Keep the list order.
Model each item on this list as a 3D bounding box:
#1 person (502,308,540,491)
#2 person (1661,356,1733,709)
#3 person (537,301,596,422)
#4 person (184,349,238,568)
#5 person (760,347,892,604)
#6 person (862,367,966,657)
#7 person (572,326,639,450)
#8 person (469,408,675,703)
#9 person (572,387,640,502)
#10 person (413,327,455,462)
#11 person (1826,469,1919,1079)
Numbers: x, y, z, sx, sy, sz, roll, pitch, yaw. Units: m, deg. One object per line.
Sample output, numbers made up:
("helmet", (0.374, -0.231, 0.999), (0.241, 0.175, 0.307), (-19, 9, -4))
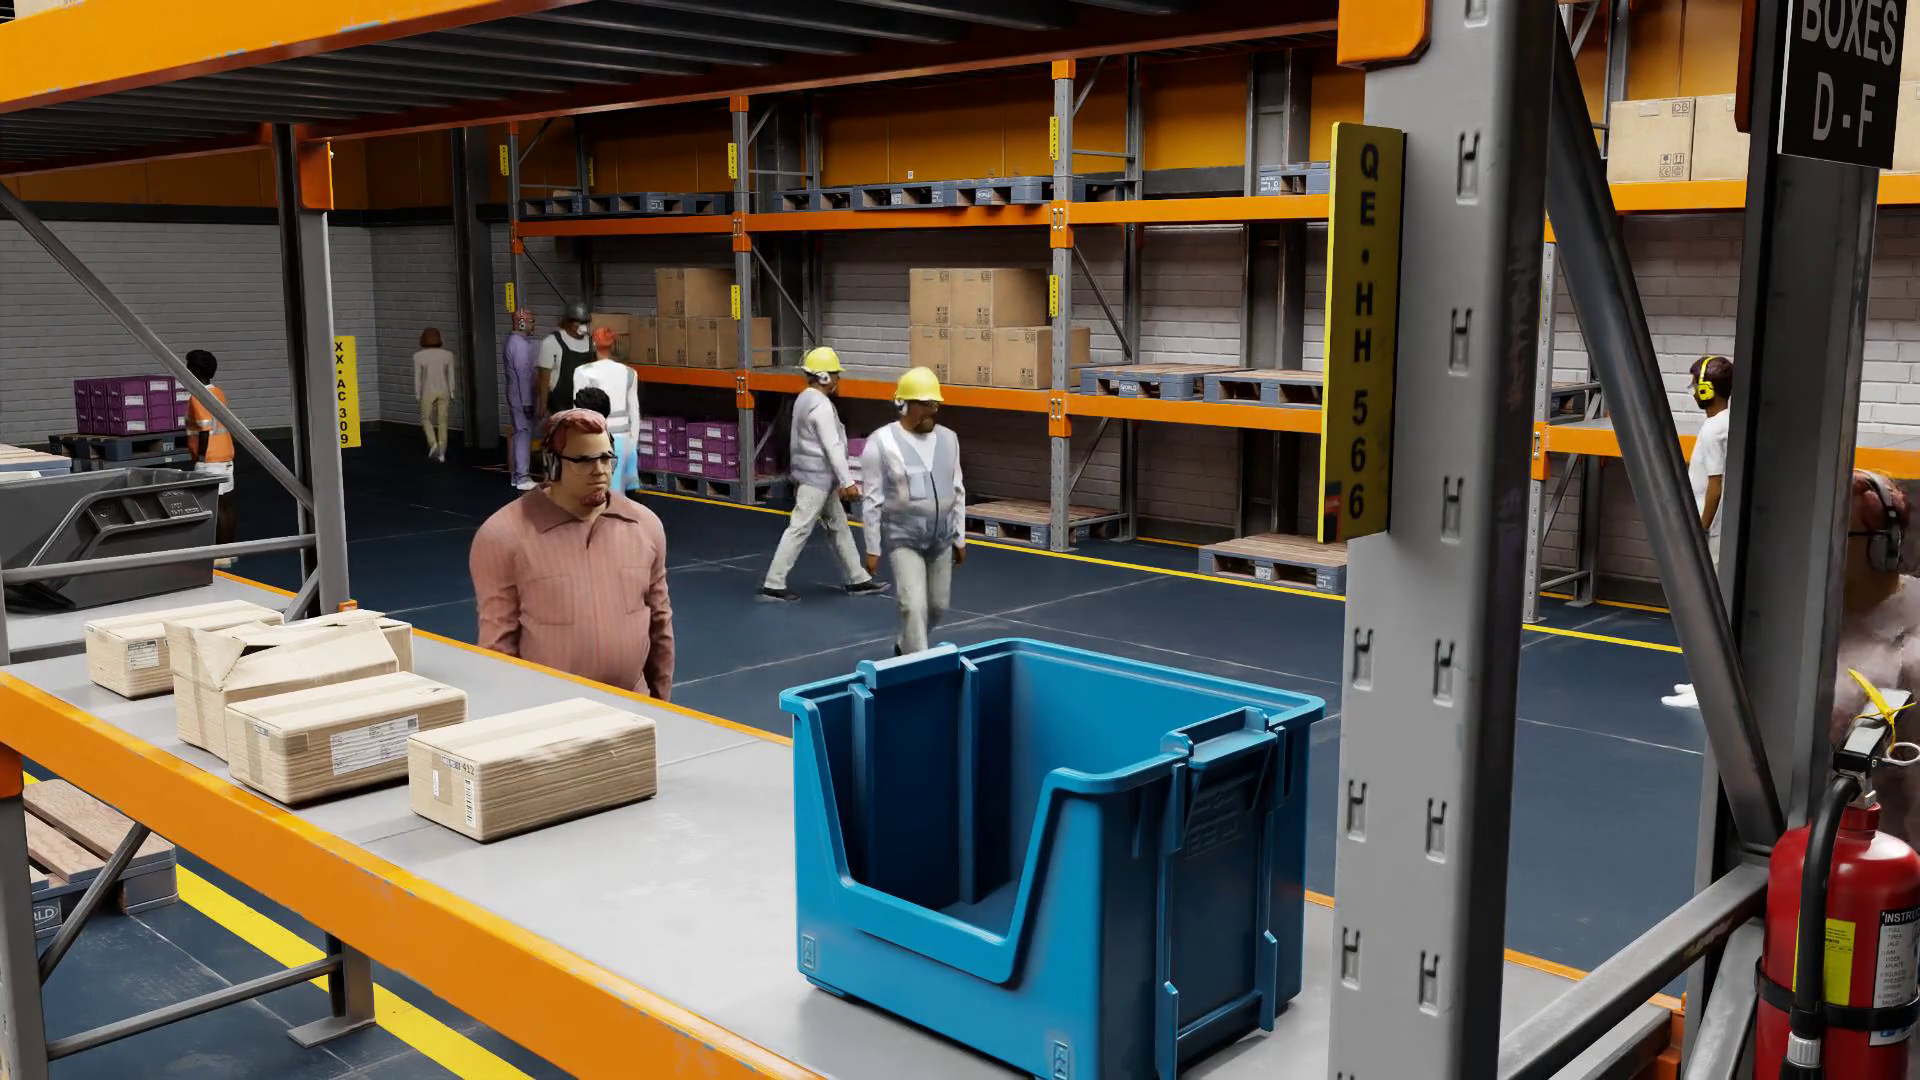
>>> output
("person", (-4.556, -1.470, 17.439), (0.402, 1.906, 0.652), (-4, 10, -24))
("person", (3.941, -0.032, 8.756), (0.335, 1.865, 0.519), (7, 12, 38))
("person", (-3.767, -1.395, 16.563), (0.698, 2.000, 0.928), (-8, 12, -41))
("person", (-5.810, -0.625, 12.895), (0.322, 1.696, 0.536), (-1, 9, -8))
("person", (-0.968, -0.441, 11.541), (0.951, 1.784, 0.600), (-2, 10, -13))
("person", (-0.239, -0.027, 8.896), (0.608, 1.816, 0.719), (-6, 11, -33))
("person", (-2.788, -0.765, 13.222), (0.595, 1.868, 0.528), (-9, 13, -43))
("person", (-1.165, 0.539, 5.162), (0.650, 1.900, 0.401), (-6, 11, -35))
("person", (-2.100, -0.062, 9.627), (0.922, 1.640, 0.543), (9, 13, 44))
("person", (-6.294, -1.738, 19.930), (0.508, 1.623, 0.357), (-6, 11, -32))
("person", (2.078, 0.761, 3.863), (0.892, 1.879, 0.651), (-3, 10, -15))
